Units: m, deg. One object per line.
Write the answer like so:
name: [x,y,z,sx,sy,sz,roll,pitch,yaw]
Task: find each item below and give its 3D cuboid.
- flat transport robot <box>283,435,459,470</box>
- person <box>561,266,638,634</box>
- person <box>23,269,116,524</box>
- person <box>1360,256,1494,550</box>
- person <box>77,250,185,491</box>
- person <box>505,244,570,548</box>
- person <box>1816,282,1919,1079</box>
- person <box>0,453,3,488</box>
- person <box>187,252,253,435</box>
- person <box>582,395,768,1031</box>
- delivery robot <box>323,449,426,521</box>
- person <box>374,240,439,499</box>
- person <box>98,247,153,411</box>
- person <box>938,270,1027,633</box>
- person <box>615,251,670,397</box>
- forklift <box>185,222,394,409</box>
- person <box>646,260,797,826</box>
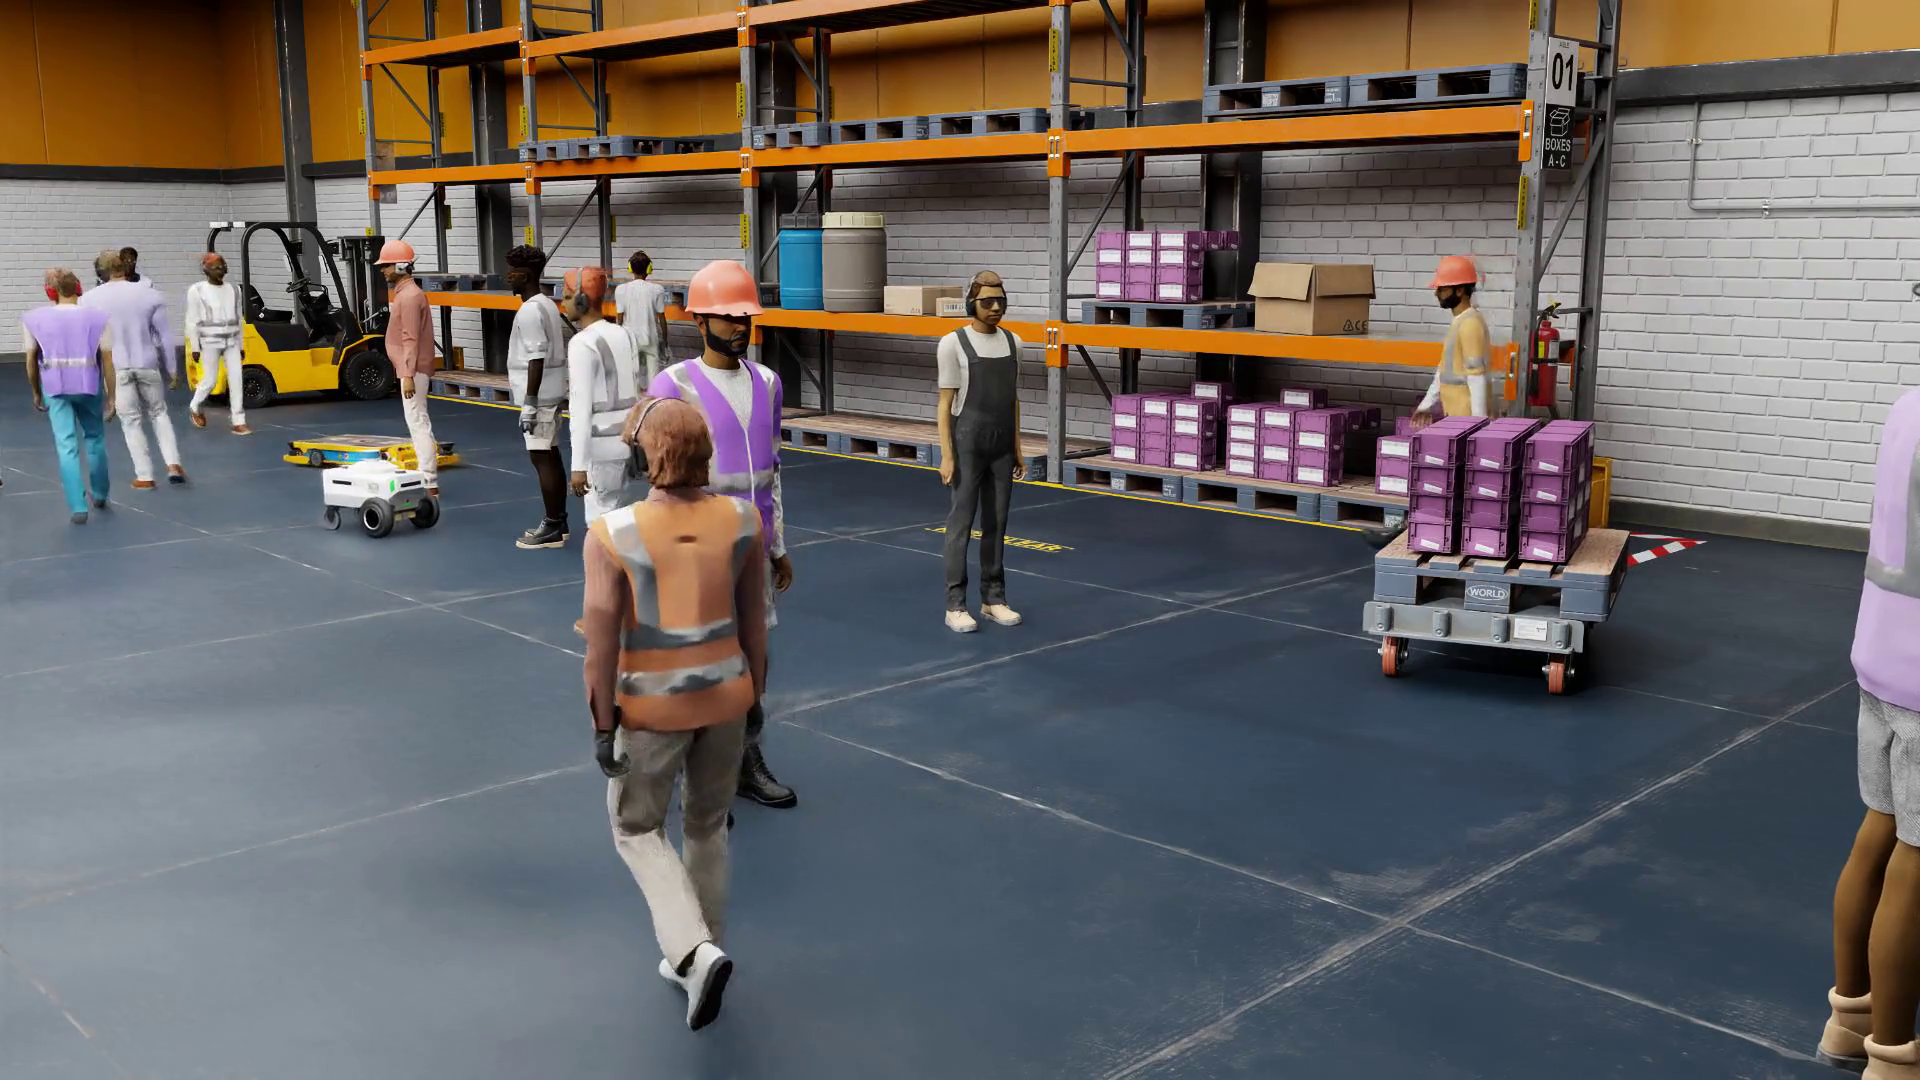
flat transport robot: [-5.177,-0.776,14.606,1.431,0.197,0.652,5,12,26]
person: [-1.734,-0.435,8.375,0.514,1.871,0.599,1,10,7]
person: [-6.373,-1.043,11.962,0.554,1.777,0.973,-7,12,-32]
person: [3.006,-0.798,10.300,0.998,1.883,0.550,4,11,19]
person: [-6.564,-1.322,13.132,0.667,1.909,0.458,-8,13,-37]
person: [-2.745,-0.929,10.808,0.365,1.964,0.610,0,10,-1]
person: [2.253,0.320,3.792,0.388,2.045,0.605,3,11,14]
person: [-7.868,-1.203,13.211,0.501,1.633,0.286,6,12,32]
person: [-7.614,-2.005,16.993,0.825,1.862,0.577,8,13,36]
person: [-0.685,0.450,4.228,0.522,1.627,0.534,-7,13,-34]
delivery robot: [-4.018,-0.377,11.398,0.707,0.478,0.477,6,12,27]
person: [-4.237,-1.297,12.774,0.408,1.985,0.618,-4,11,-19]
person: [-9.730,-2.466,19.402,0.625,1.890,0.759,-7,13,-34]
person: [0.117,-0.453,8.549,0.514,1.843,0.327,-7,13,-34]
person: [-3.128,-1.906,16.404,0.531,1.871,0.322,-1,10,-6]
forklift: [-8.169,-2.758,20.163,2.313,2.155,1.214,-10,14,-44]
person: [-0.799,0.014,5.748,0.357,1.938,0.545,9,14,41]
